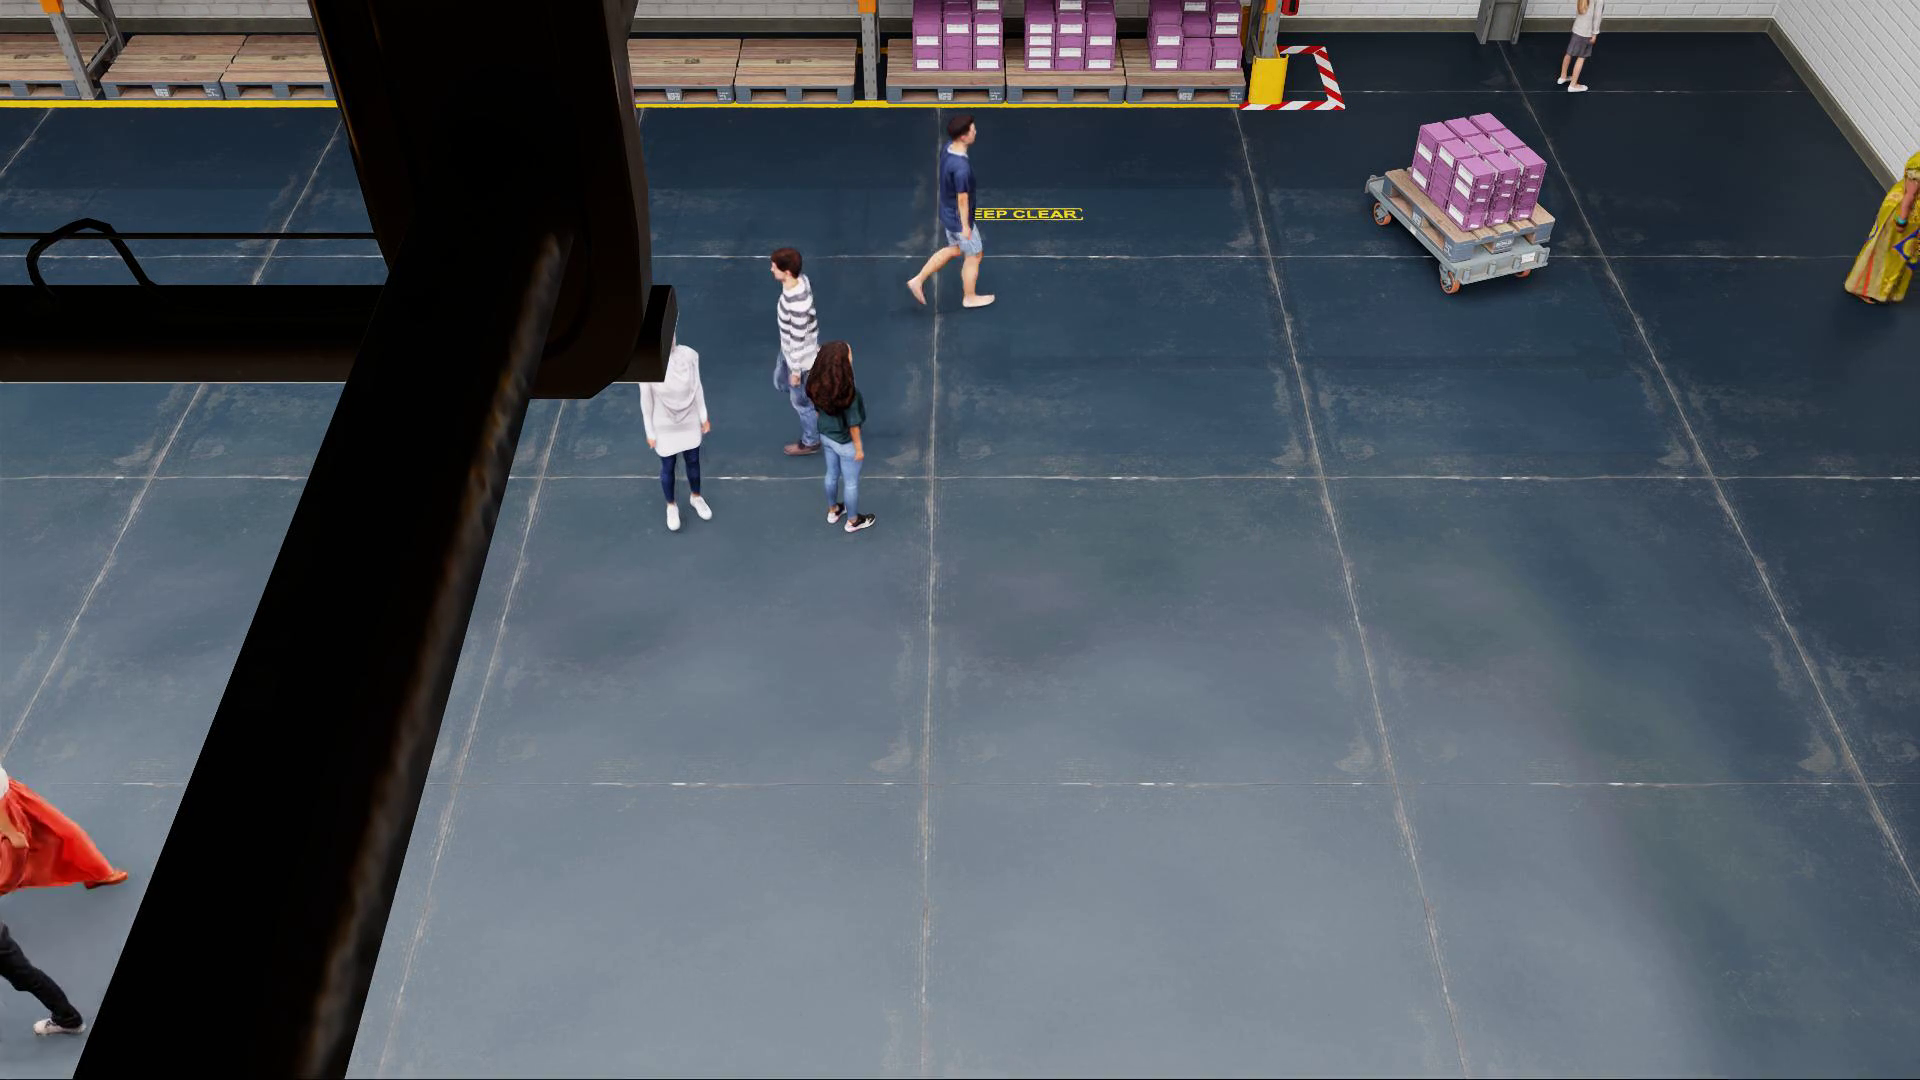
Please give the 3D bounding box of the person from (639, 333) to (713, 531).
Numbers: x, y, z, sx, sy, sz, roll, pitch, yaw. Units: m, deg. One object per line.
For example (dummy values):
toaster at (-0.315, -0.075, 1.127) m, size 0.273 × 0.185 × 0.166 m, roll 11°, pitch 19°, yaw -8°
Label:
person at (-2.027, -0.843, 11.864) m, size 0.626 × 1.775 × 0.757 m, roll -18°, pitch 47°, yaw -18°

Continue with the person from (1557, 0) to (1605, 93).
person at (6.300, -5.162, 16.759) m, size 0.601 × 1.276 × 0.574 m, roll -13°, pitch 45°, yaw -14°

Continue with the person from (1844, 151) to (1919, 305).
person at (7.980, -2.793, 13.997) m, size 1.045 × 1.655 × 0.989 m, roll 26°, pitch 50°, yaw 25°

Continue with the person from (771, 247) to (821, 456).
person at (-1.095, -1.388, 12.389) m, size 0.789 × 1.839 × 0.719 m, roll -7°, pitch 44°, yaw -8°

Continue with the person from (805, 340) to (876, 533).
person at (-0.858, -0.739, 11.870) m, size 0.708 × 1.616 × 0.768 m, roll 34°, pitch 53°, yaw 30°

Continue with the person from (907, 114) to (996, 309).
person at (-0.086, -2.663, 13.736) m, size 1.070 × 1.827 × 0.816 m, roll -12°, pitch 45°, yaw -12°
